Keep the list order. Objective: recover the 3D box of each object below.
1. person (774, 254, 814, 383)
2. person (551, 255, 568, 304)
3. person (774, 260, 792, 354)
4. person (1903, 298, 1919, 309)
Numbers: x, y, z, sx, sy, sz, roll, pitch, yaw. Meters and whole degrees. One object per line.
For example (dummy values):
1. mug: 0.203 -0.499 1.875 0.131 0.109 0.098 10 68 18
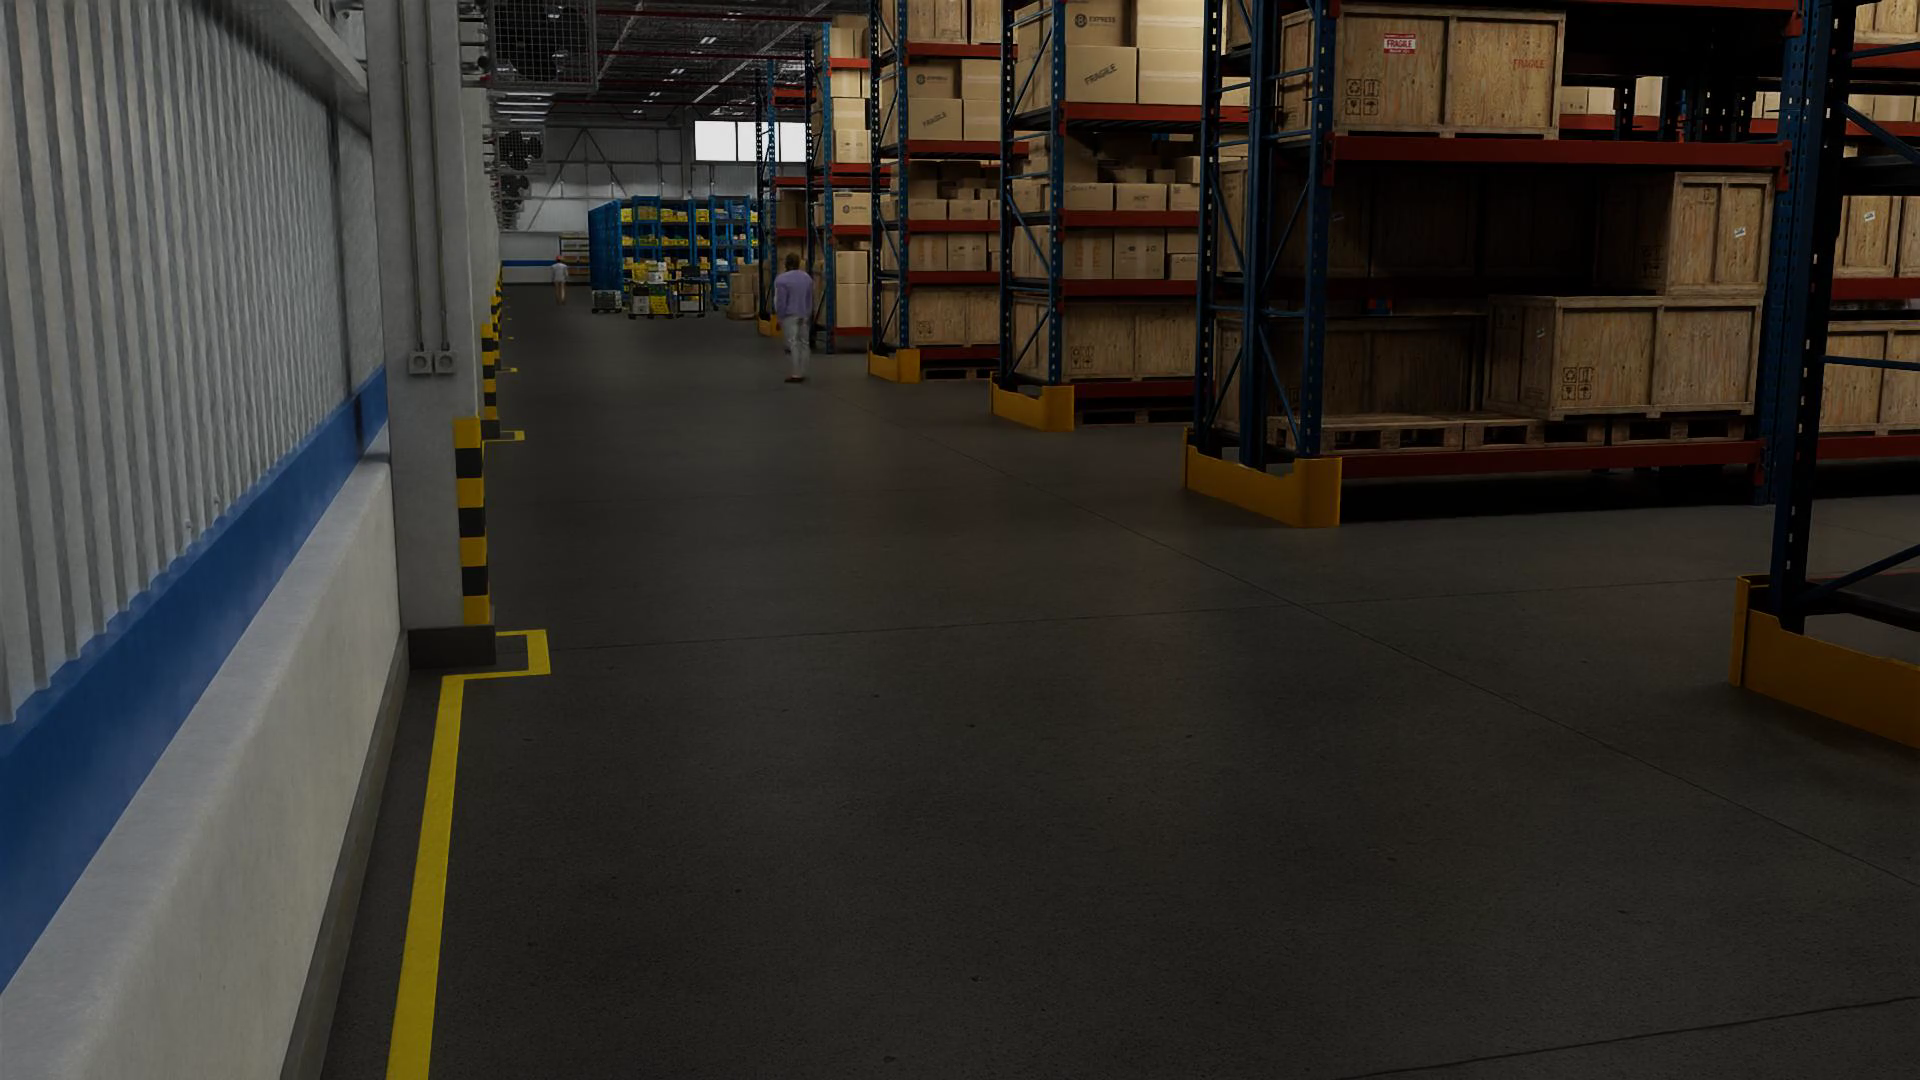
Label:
1. person: -2.472 -3.282 24.748 0.635 1.906 0.640 -8 13 -40
2. person: -14.027 -9.116 58.233 0.569 1.738 0.486 -3 10 -14
3. person: -3.190 -4.402 31.313 0.622 1.811 0.434 -1 10 -3
4. person: 10.556 -2.102 18.020 0.882 1.905 0.578 -4 11 -21
